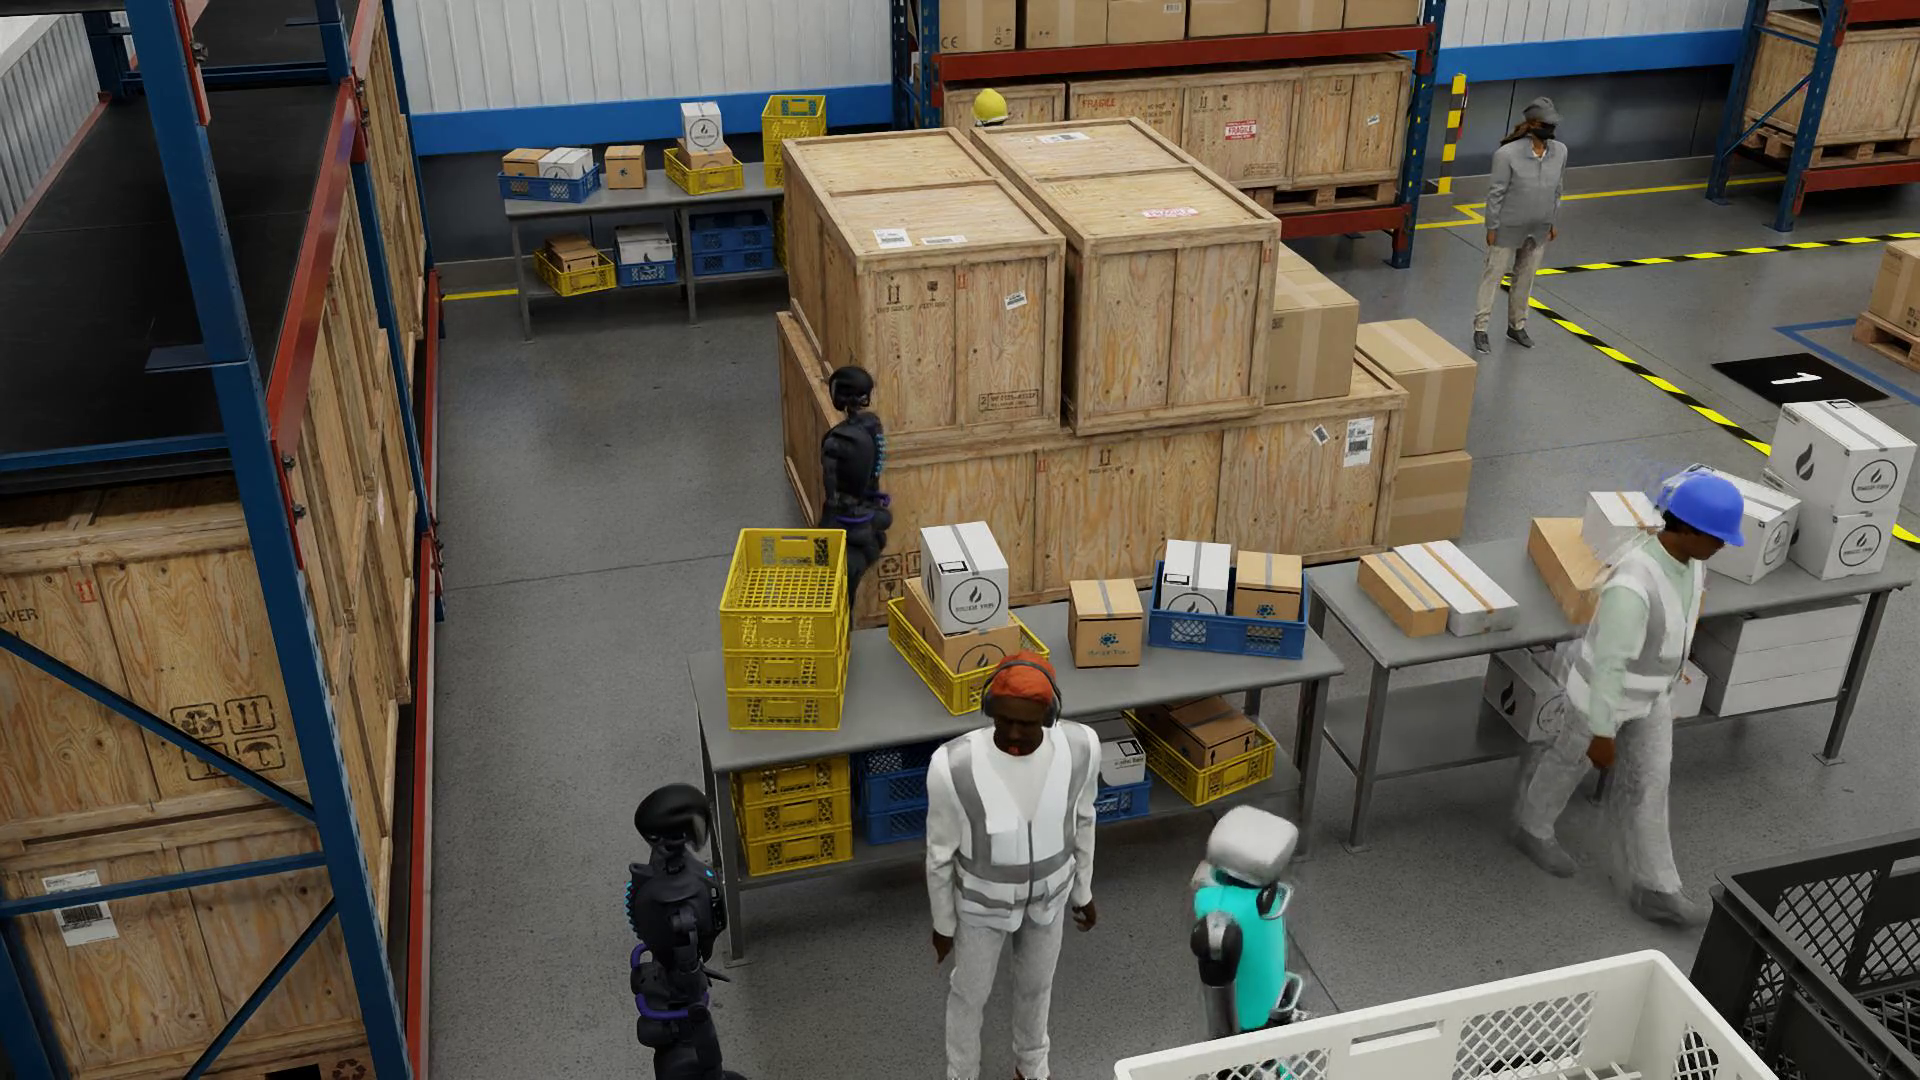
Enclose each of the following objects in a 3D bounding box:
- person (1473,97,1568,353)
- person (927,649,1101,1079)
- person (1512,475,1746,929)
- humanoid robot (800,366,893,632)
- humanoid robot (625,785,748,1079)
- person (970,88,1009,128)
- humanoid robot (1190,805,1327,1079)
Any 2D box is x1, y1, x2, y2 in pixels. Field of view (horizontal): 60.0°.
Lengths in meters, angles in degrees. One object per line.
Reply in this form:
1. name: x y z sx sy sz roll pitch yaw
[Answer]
1. person: 3.870 -2.179 11.515 0.572 1.769 0.398 -8 30 -14
2. person: 0.173 1.160 5.339 0.572 1.881 0.358 -9 30 -16
3. person: 2.604 0.617 6.305 0.658 1.879 0.931 -21 35 -34
4. humanoid robot: -0.483 -0.008 7.708 0.513 1.647 0.613 13 31 21
5. humanoid robot: -0.827 1.434 5.039 0.315 1.656 0.599 -7 30 -13
6. person: 0.204 -2.181 11.448 0.591 1.837 0.404 -16 33 -27
7. humanoid robot: 1.007 1.586 4.717 0.778 1.772 0.532 12 31 20
